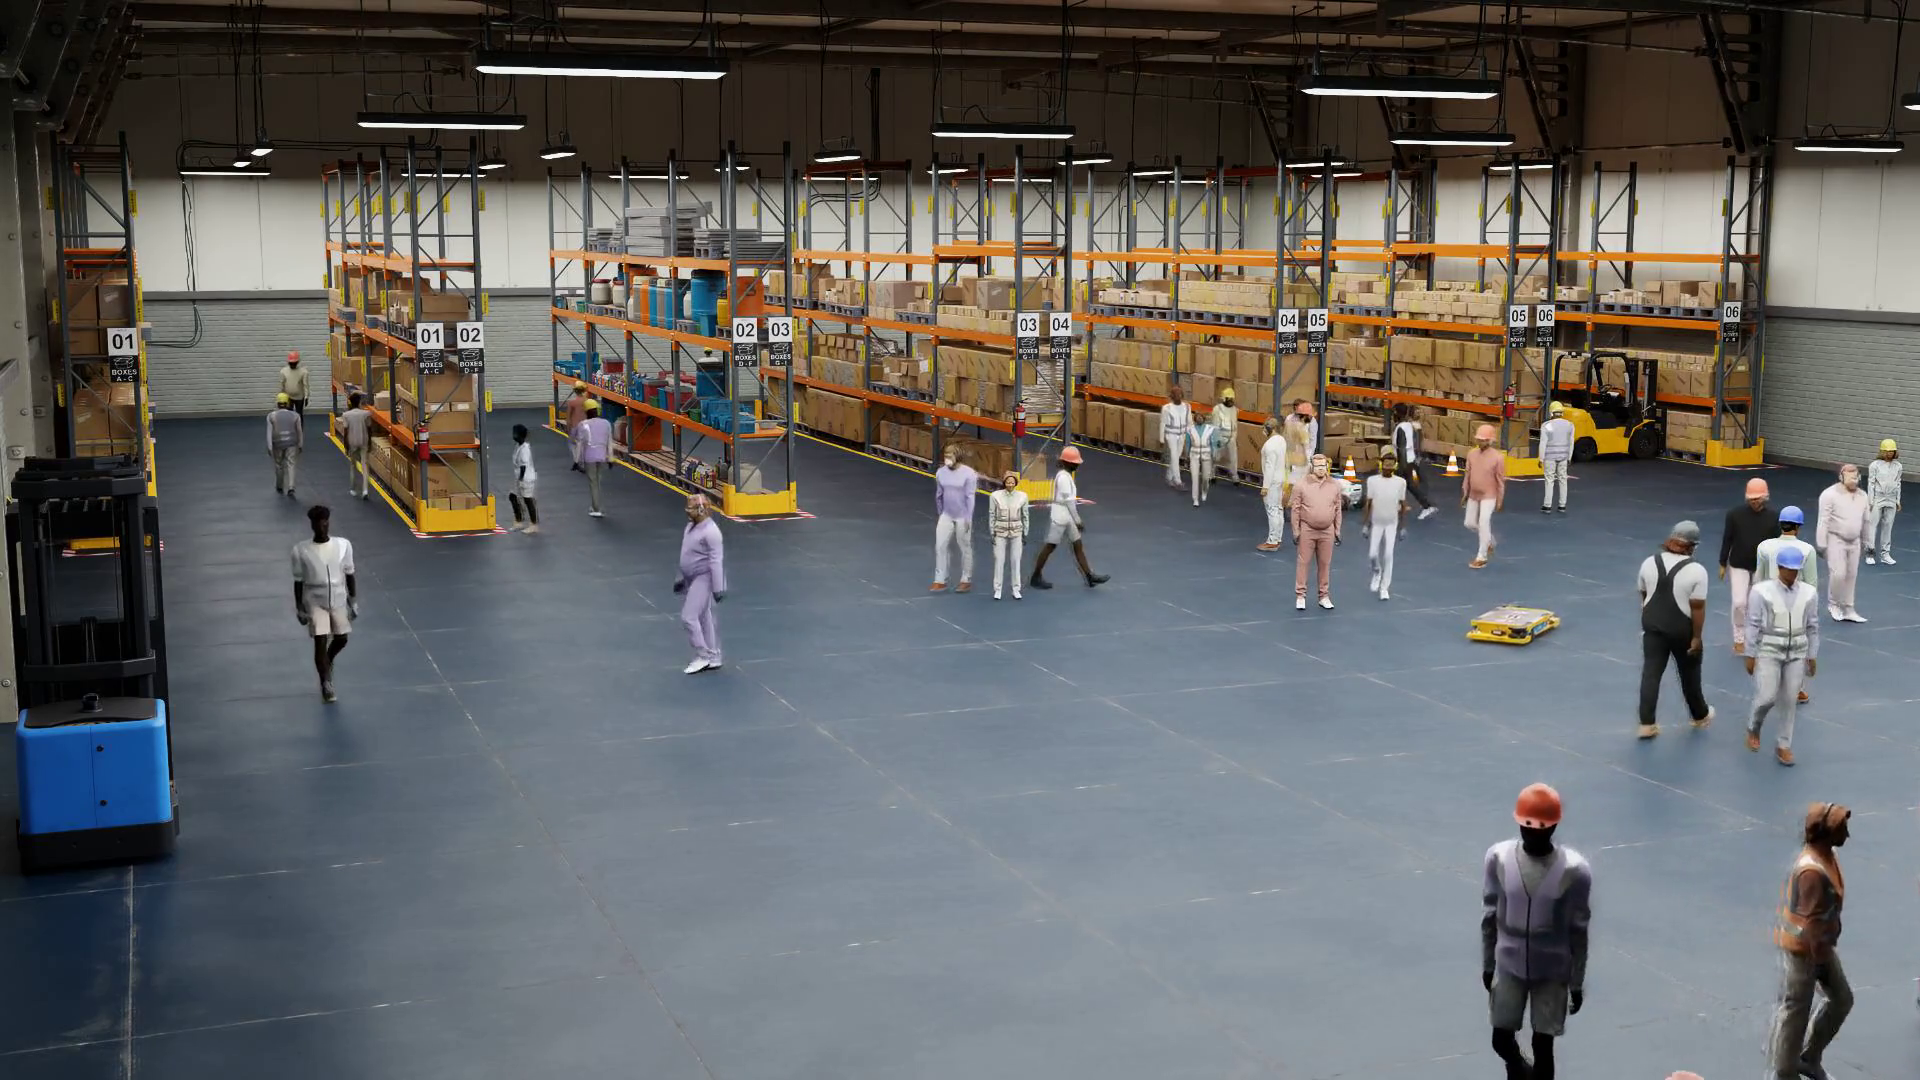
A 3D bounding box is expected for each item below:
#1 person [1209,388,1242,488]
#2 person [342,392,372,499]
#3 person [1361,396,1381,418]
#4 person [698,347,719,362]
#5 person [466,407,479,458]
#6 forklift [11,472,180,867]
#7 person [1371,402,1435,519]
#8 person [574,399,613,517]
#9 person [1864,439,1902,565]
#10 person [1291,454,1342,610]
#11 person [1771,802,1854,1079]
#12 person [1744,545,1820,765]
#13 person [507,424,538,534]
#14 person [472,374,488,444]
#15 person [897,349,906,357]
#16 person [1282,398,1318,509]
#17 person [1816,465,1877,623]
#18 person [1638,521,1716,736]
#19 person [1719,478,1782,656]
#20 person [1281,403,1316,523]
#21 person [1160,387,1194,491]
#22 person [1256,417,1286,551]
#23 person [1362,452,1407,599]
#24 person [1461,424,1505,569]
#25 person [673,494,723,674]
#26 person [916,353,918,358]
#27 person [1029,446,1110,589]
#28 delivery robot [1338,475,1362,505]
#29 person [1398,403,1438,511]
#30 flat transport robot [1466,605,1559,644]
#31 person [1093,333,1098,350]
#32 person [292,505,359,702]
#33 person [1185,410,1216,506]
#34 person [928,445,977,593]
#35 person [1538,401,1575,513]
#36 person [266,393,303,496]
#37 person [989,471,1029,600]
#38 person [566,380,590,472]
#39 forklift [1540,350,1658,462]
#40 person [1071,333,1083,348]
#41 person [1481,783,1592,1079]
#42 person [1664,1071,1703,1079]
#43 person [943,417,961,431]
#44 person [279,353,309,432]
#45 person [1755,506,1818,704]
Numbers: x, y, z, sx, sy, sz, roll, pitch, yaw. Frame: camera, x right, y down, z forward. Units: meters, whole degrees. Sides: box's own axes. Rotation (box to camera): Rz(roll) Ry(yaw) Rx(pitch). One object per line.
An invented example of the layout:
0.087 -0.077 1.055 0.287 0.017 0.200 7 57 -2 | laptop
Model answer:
4.758 -1.854 37.725 0.582 1.796 0.931 -4 9 -25 | person
-10.389 -1.638 36.145 0.503 1.834 0.967 -3 9 -20 | person
9.271 -3.310 46.975 0.566 1.917 0.435 -3 9 -21 | person
-6.192 -3.924 51.586 0.534 1.767 0.314 -3 9 -21 | person
-9.288 -1.999 39.218 0.539 1.615 0.526 -4 9 -25 | person
-6.630 0.886 15.957 1.129 2.768 1.873 -3 9 -21 | forklift
7.140 -1.269 33.509 0.950 1.888 0.605 3 9 22 | person
-5.983 -1.338 33.901 0.606 1.897 0.772 -7 11 -38 | person
12.830 -0.534 29.057 0.484 1.744 0.295 -1 9 -7 | person
4.374 -0.103 25.638 0.639 1.910 0.406 -1 9 -7 | person
4.602 2.196 11.221 0.461 1.619 0.546 5 10 32 | person
7.164 0.993 18.269 0.612 1.933 0.469 0 9 -1 | person
-6.695 -0.919 31.807 0.568 1.676 0.551 -3 9 -22 | person
-10.293 -2.881 44.274 0.615 1.871 0.970 3 9 18 | person
-1.390 -3.506 48.617 0.541 1.825 0.941 -3 9 -18 | person
5.594 -1.426 34.677 0.627 1.844 0.429 7 11 39 | person
10.463 0.046 24.704 0.743 1.888 0.404 -3 9 -19 | person
6.629 0.798 19.331 0.988 2.000 0.702 -8 12 -43 | person
8.599 0.306 22.705 0.656 1.972 0.554 1 9 10 | person
5.482 -1.215 33.105 0.989 1.882 0.573 0 9 0 | person
3.840 -1.830 37.404 0.580 1.846 0.964 -4 9 -24 | person
4.515 -0.816 30.307 0.372 1.934 0.627 4 9 25 | person
5.361 -0.194 26.394 0.562 1.855 0.436 2 9 11 | person
7.222 -0.612 28.785 0.565 1.979 0.630 -7 11 -38 | person
-2.796 0.458 21.975 0.595 1.888 0.649 -4 9 -23 | person
-0.969 -4.430 55.393 0.498 1.633 0.282 -7 11 -41 | person
1.382 -0.280 26.982 1.067 1.867 0.547 2 9 10 | person
6.340 -0.839 34.860 0.477 0.478 0.707 -7 11 -38 | delivery robot
7.473 -1.345 34.259 0.865 1.796 0.519 8 12 43 | person
6.374 0.963 24.099 0.652 0.197 1.431 5 10 31 | flat transport robot
3.543 -4.561 55.545 1.005 1.847 0.667 -6 10 -35 | person
-6.333 0.595 20.837 0.618 1.949 0.696 -5 10 -32 | person
4.050 -1.405 35.285 0.516 1.613 0.672 1 9 4 | person
-0.106 -0.254 26.663 0.634 1.905 0.837 5 10 30 | person
9.742 -1.360 34.272 0.603 1.830 0.404 -2 9 -11 | person
-11.759 -1.667 36.491 0.613 1.783 0.946 -4 9 -25 | person
0.614 -0.059 26.288 0.514 1.628 0.323 0 9 -3 | person
-7.251 -2.163 39.862 0.560 1.749 0.426 -5 10 -29 | person
12.897 -2.725 42.309 2.313 2.155 1.214 -3 9 -21 | forklift
2.974 -4.435 54.567 0.985 1.905 0.645 -2 9 -15 | person
2.914 2.142 10.611 0.545 1.926 0.548 4 10 27 | person
2.315 2.703 6.717 0.614 1.967 1.087 -3 9 -19 | person
-0.171 -3.427 47.875 0.584 1.882 0.337 -2 9 -16 | person
-14.516 -3.113 45.666 0.624 1.914 1.107 -2 9 -14 | person
8.136 0.631 20.628 0.603 1.942 0.399 8 12 43 | person
